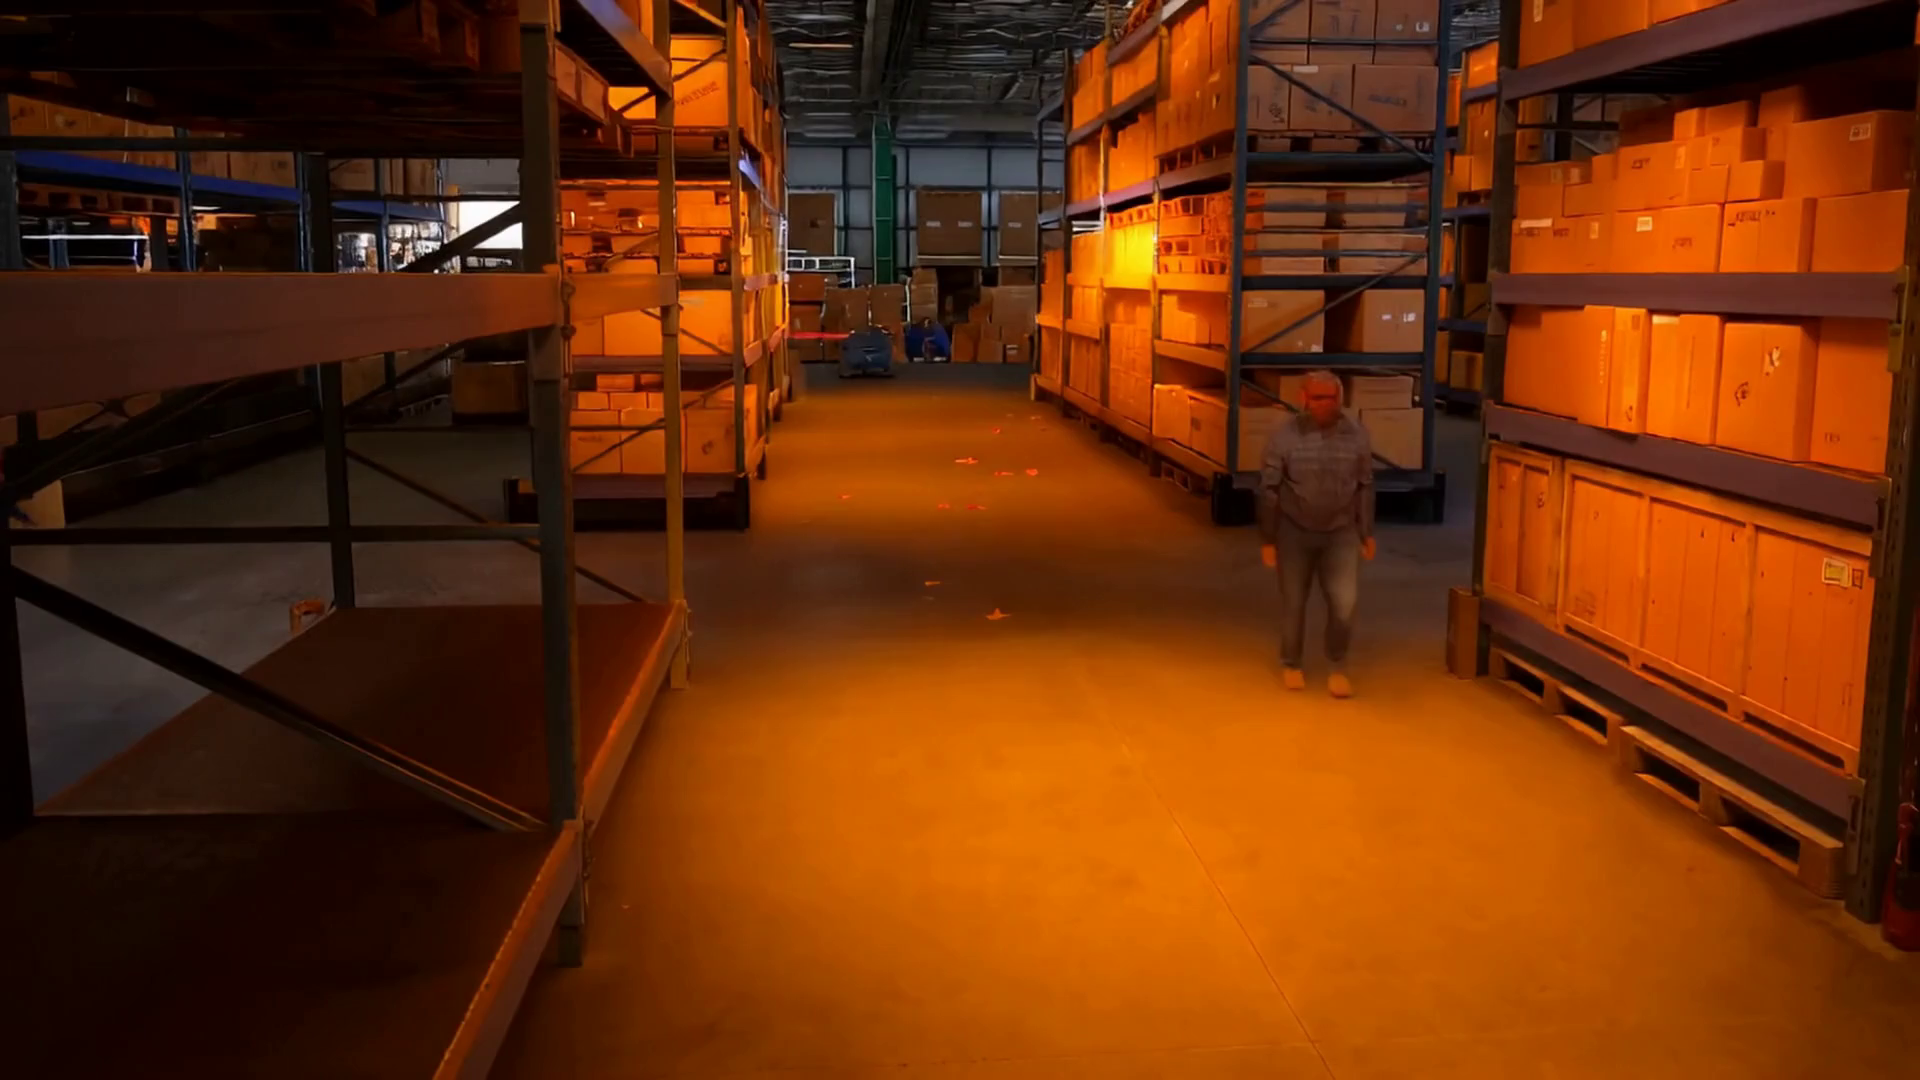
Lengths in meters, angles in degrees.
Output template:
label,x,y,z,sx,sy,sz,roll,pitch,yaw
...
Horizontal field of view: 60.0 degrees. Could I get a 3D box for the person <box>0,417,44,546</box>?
label,x,y,z,sx,sy,sz,roll,pitch,yaw
person,-8.434,-0.735,14.518,0.671,1.670,0.545,-2,9,-10

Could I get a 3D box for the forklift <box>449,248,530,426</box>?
label,x,y,z,sx,sy,sz,roll,pitch,yaw
forklift,-7.306,-3.174,26.063,1.129,2.768,1.873,-1,9,-4

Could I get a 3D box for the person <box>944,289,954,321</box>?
label,x,y,z,sx,sy,sz,roll,pitch,yaw
person,-0.374,-9.514,69.133,0.955,1.851,0.584,2,9,14

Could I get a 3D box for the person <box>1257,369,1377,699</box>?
label,x,y,z,sx,sy,sz,roll,pitch,yaw
person,2.048,-0.030,9.471,0.722,1.874,0.762,0,9,1

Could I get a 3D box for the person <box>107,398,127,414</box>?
label,x,y,z,sx,sy,sz,roll,pitch,yaw
person,-14.636,-3.138,28.837,0.569,1.917,0.414,4,10,23
